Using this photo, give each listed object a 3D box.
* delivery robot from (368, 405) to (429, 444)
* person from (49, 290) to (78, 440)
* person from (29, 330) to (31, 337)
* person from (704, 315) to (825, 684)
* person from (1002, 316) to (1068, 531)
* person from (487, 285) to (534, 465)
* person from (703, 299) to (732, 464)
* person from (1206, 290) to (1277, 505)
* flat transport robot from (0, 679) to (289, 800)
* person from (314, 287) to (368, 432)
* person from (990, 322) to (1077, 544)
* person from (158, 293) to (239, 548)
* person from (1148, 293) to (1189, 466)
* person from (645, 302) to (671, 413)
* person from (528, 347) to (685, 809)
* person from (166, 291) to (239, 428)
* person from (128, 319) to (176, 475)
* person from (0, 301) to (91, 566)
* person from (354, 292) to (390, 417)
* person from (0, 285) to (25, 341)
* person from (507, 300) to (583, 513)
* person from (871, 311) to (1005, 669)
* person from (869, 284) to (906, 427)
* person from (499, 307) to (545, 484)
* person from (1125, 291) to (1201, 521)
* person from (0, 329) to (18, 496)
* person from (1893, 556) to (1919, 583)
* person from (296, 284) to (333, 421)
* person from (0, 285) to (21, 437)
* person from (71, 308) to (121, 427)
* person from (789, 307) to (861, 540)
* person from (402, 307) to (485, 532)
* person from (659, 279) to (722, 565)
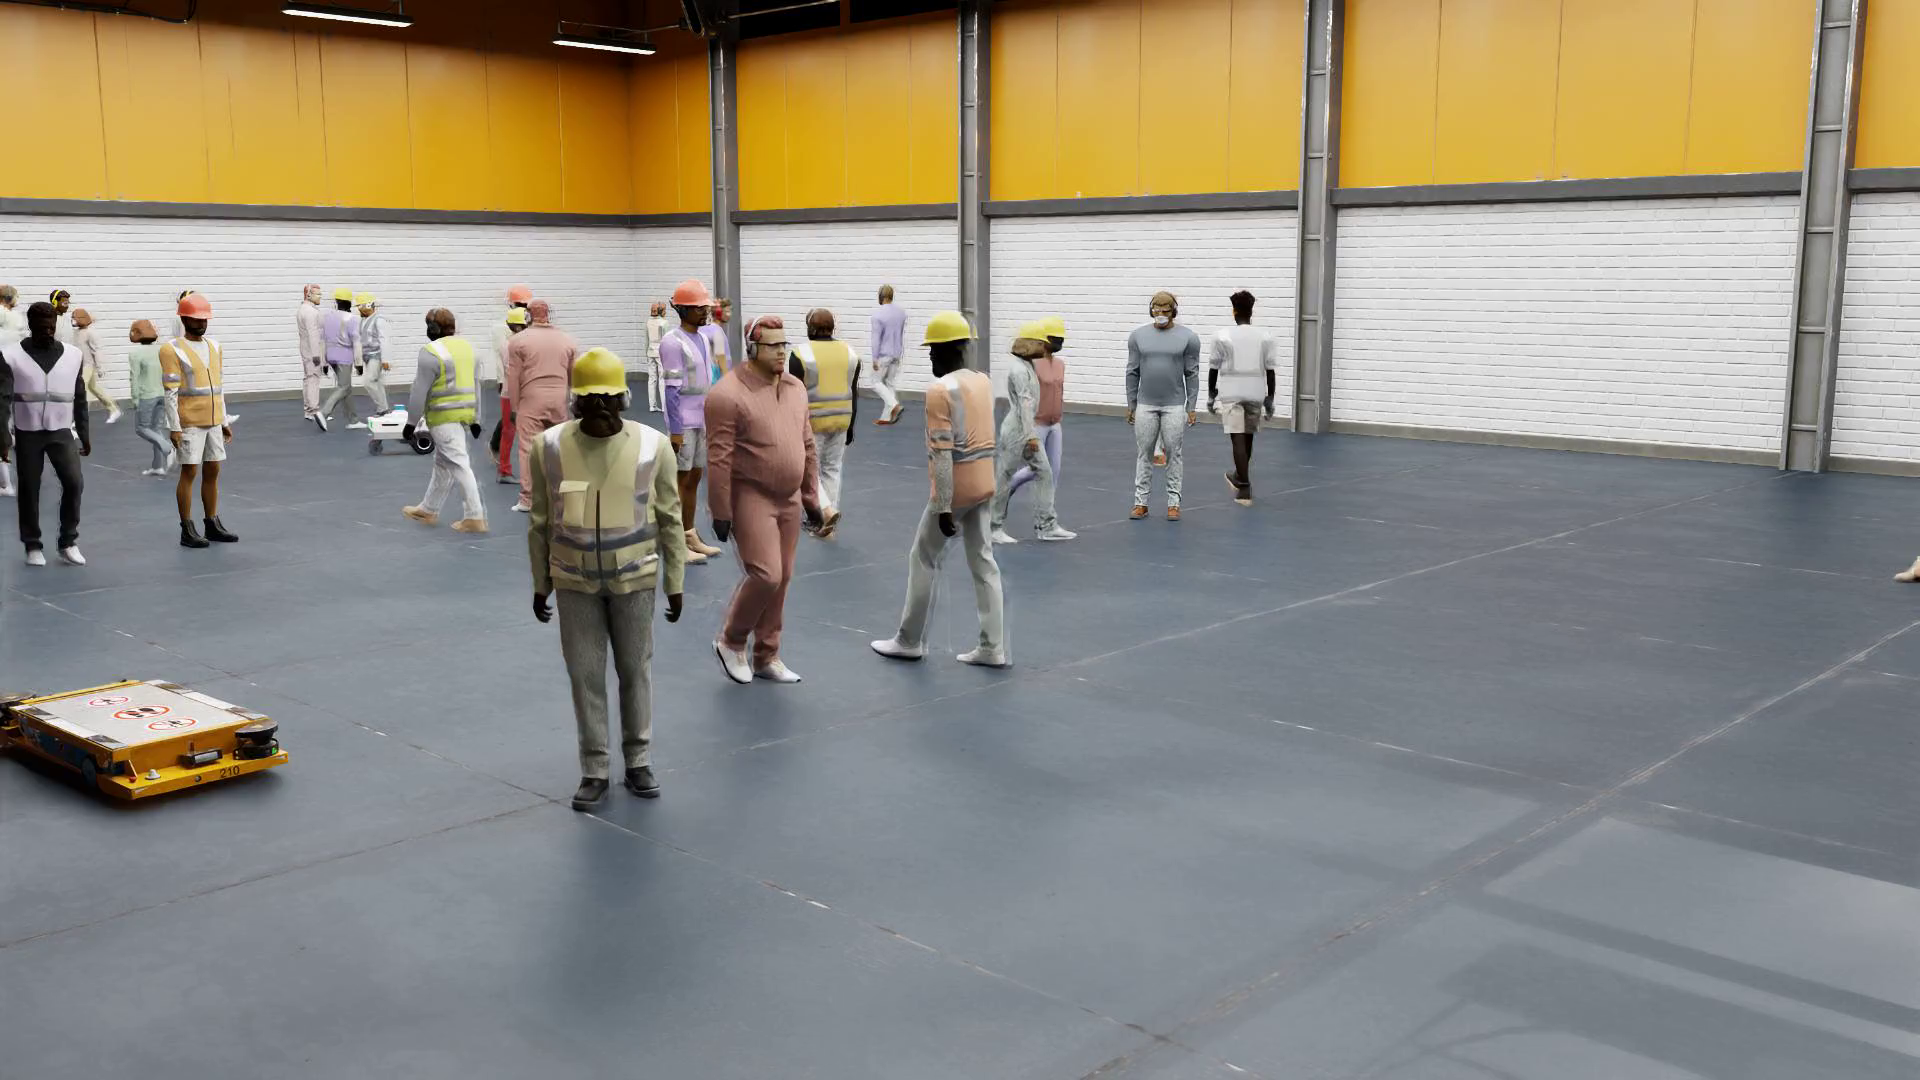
[{"bbox_3d":[-6.418,-1.309,19.076,0.707,0.478,0.477,-3,10,-21],"label":"delivery robot"},{"bbox_3d":[-11.122,-2.163,20.631,0.328,1.861,0.519,0,9,0],"label":"person"},{"bbox_3d":[-12.795,-2.451,23.209,0.519,1.596,0.856,4,10,22],"label":"person"},{"bbox_3d":[-0.963,-0.187,8.436,0.420,1.892,0.646,7,11,36],"label":"person"},{"bbox_3d":[0.614,-0.942,13.477,0.571,1.742,0.544,8,12,41],"label":"person"},{"bbox_3d":[-4.698,-1.722,17.635,0.933,1.961,0.628,7,12,38],"label":"person"},{"bbox_3d":[-2.560,-1.712,18.066,0.960,1.791,0.598,-2,9,-12],"label":"person"},{"bbox_3d":[2.549,-1.325,15.289,0.612,1.912,1.010,-2,9,-9],"label":"person"},{"bbox_3d":[-3.569,0.823,7.175,1.431,0.197,0.652,8,12,40],"label":"flat transport robot"},{"bbox_3d":[-8.158,-2.365,21.776,0.600,1.897,0.860,5,11,28],"label":"person"},{"bbox_3d":[0.554,-0.807,12.779,0.813,1.708,0.509,3,10,18],"label":"person"},{"bbox_3d":[-5.810,-0.914,12.738,0.364,1.934,0.553,4,10,22],"label":"person"},{"bbox_3d":[2.219,-1.708,17.794,0.618,1.867,0.513,-7,11,-36],"label":"person"},{"bbox_3d":[-4.440,-2.690,24.543,0.514,1.637,0.314,7,11,35],"label":"person"},{"bbox_3d":[-1.402,0.149,6.590,0.610,1.821,0.410,-1,9,-6],"label":"person"},{"bbox_3d":[-10.191,-2.405,22.213,0.945,1.819,0.545,-4,10,-24],"label":"person"},{"bbox_3d":[-8.209,-1.442,16.969,0.520,1.621,0.505,3,10,17],"label":"person"},{"bbox_3d":[-6.512,-0.741,11.820,0.628,1.885,0.661,9,13,44],"label":"person"},{"bbox_3d":[-8.108,-2.510,22.939,0.477,1.806,0.595,-8,12,-42],"label":"person"},{"bbox_3d":[-13.321,-2.638,23.381,0.592,1.912,0.610,5,11,29],"label":"person"},{"bbox_3d":[-3.650,-1.200,14.782,0.804,1.858,0.558,-8,12,-41],"label":"person"},{"bbox_3d":[-0.100,-0.268,8.904,0.872,1.887,0.593,7,11,36],"label":"person"},{"bbox_3d":[-0.954,-2.450,22.216,0.559,1.924,0.630,8,12,41],"label":"person"},{"bbox_3d":[-4.227,-1.388,16.262,0.785,1.739,0.533,4,10,23],"label":"person"},{"bbox_3d":[1.702,-1.126,14.044,0.627,1.934,0.372,2,10,15],"label":"person"},{"bbox_3d":[-8.932,-1.320,15.463,0.437,1.853,0.530,4,10,21],"label":"person"},{"bbox_3d":[6.765,-0.519,11.132,0.779,1.666,0.534,0,9,-2],"label":"person"},{"bbox_3d":[-9.053,-2.625,23.331,0.399,1.904,0.644,-5,11,-28],"label":"person"},{"bbox_3d":[-12.012,-2.252,20.985,0.453,1.919,0.627,-7,12,-38],"label":"person"},{"bbox_3d":[-11.842,-2.350,22.608,0.504,1.602,0.849,6,11,33],"label":"person"},{"bbox_3d":[-1.048,-0.881,12.869,0.632,1.827,0.541,-6,11,-33],"label":"person"},{"bbox_3d":[-4.245,-0.970,13.473,0.922,1.796,0.638,3,10,16],"label":"person"},{"bbox_3d":[-1.933,-0.854,12.041,0.397,2.044,0.609,2,10,15],"label":"person"}]
